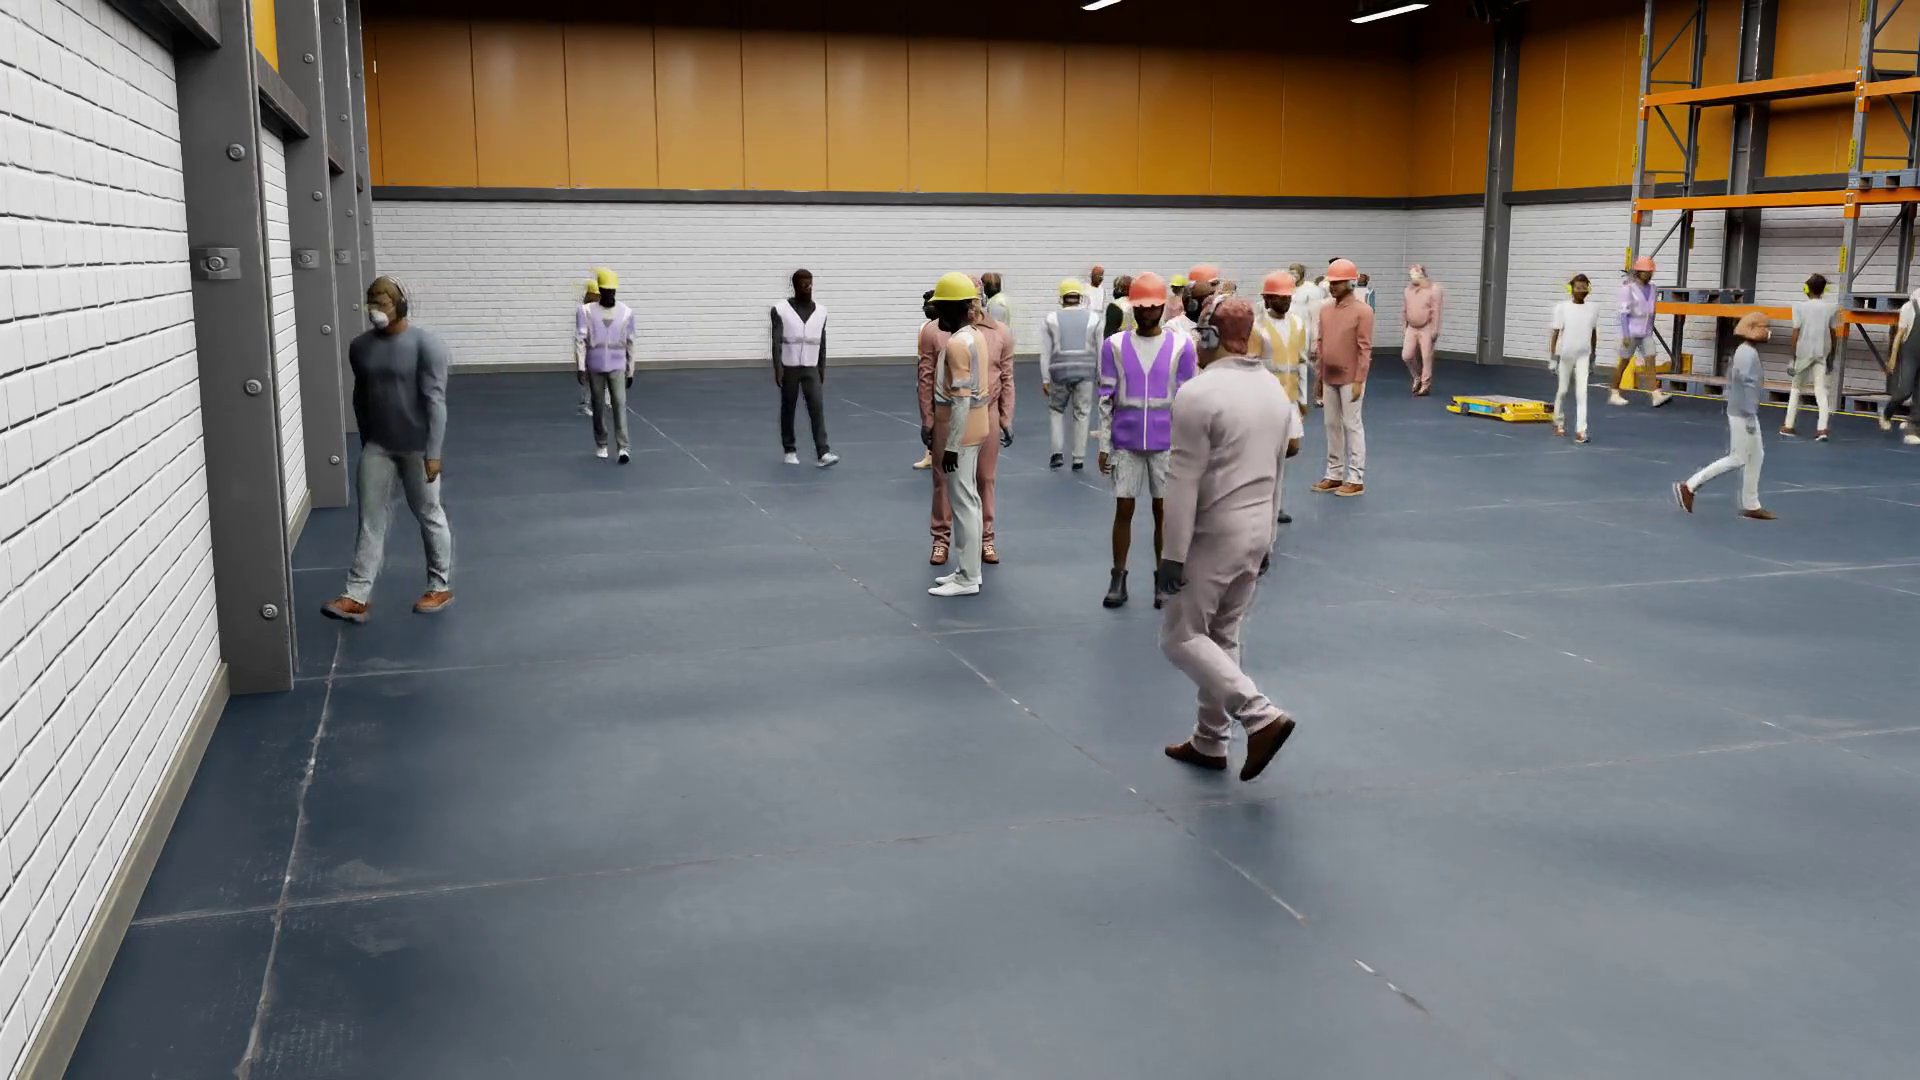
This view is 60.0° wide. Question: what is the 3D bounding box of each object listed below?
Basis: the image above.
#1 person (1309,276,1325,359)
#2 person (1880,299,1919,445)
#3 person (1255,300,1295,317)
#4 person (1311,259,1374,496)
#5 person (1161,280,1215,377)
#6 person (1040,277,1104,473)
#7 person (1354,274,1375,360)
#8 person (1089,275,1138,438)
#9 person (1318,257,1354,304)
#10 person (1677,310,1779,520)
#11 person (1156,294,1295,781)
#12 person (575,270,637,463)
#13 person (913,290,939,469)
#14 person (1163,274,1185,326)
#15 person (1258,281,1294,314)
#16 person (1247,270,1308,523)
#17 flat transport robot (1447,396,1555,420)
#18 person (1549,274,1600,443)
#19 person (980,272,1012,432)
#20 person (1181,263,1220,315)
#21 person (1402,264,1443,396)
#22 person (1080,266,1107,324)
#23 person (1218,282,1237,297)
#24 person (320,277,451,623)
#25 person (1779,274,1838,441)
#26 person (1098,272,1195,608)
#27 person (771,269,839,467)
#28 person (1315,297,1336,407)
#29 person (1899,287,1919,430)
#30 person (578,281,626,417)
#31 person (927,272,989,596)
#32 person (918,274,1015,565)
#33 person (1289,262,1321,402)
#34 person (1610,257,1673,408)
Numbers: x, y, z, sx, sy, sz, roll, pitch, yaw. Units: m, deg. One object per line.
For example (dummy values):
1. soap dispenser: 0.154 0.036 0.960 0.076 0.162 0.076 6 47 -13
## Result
1. person: 6.820 -4.208 31.594 0.498 1.611 0.400 2 10 12
2. person: 10.236 -1.936 17.852 0.585 1.809 0.616 0 10 2
3. person: 3.381 -1.969 17.968 0.525 1.845 0.507 -4 11 -22
4. person: 3.220 -1.369 14.070 0.403 1.991 0.618 -6 11 -30
5. person: 1.700 -0.932 11.950 0.633 1.846 0.429 -7 12 -37
6. person: 1.051 -1.536 15.551 0.613 1.815 0.510 0 10 0
7. person: 7.622 -4.222 31.595 0.514 1.636 0.315 7 12 36
8. person: 1.825 -1.974 18.101 0.833 1.811 0.627 6 11 30
9. person: 6.066 -3.576 26.896 0.601 1.967 0.369 0 10 2
10. person: 5.942 -0.955 12.748 0.658 1.612 0.504 5 11 27
11. person: 1.033 0.008 6.384 0.597 1.886 0.657 9 13 42
12. person: -3.457 -1.700 16.304 0.598 1.877 0.958 -2 10 -14
13. person: -0.226 -1.481 15.550 0.316 1.695 0.541 -8 13 -40
14. person: 3.381 -3.196 25.392 0.665 1.725 0.574 -5 11 -26
15. person: 3.305 -1.844 17.313 0.417 1.811 0.642 3 10 15
16. person: 2.380 -1.111 12.770 0.559 1.916 0.639 -5 11 -27
17. flat transport robot: 6.733 -1.651 20.660 0.652 0.197 1.431 -3 10 -16
18. person: 6.704 -1.993 18.182 0.536 1.818 1.001 1 10 5
19. person: 0.370 -2.130 18.954 0.447 1.828 0.633 -1 10 -3
20. person: 2.165 -1.424 14.456 0.623 1.960 0.978 -6 12 -33
21. person: 6.594 -3.003 23.816 0.423 1.881 0.672 -10 14 -44
22. person: 2.041 -3.385 26.187 0.580 1.852 0.952 -6 11 -31
23. person: 3.959 -3.047 24.858 0.523 1.612 0.565 -9 13 -43
24. person: -3.152 -0.482 9.169 0.651 1.900 0.903 3 10 16
25. person: 9.372 -2.009 18.279 0.555 1.823 0.994 1 10 7
26. person: 1.063 -0.561 9.535 0.551 1.932 0.378 2 10 9
27. person: -1.491 -1.616 15.798 0.617 1.872 0.954 -5 11 -27
28. person: 4.940 -2.594 21.847 0.541 1.734 0.580 -7 12 -36
29. person: 11.232 -2.285 19.213 0.688 2.000 0.535 0 10 1
30. person: -4.467 -2.354 20.634 0.929 1.687 0.495 6 11 30
31. person: -0.015 -0.626 9.935 0.366 1.926 0.594 1 10 8
32. person: 0.047 -0.782 10.917 0.639 1.903 0.407 -1 10 -6
33. person: 4.659 -2.806 22.582 0.531 1.917 0.652 -6 12 -33
34. person: 9.008 -2.739 21.991 0.639 1.980 1.064 -3 10 -18
